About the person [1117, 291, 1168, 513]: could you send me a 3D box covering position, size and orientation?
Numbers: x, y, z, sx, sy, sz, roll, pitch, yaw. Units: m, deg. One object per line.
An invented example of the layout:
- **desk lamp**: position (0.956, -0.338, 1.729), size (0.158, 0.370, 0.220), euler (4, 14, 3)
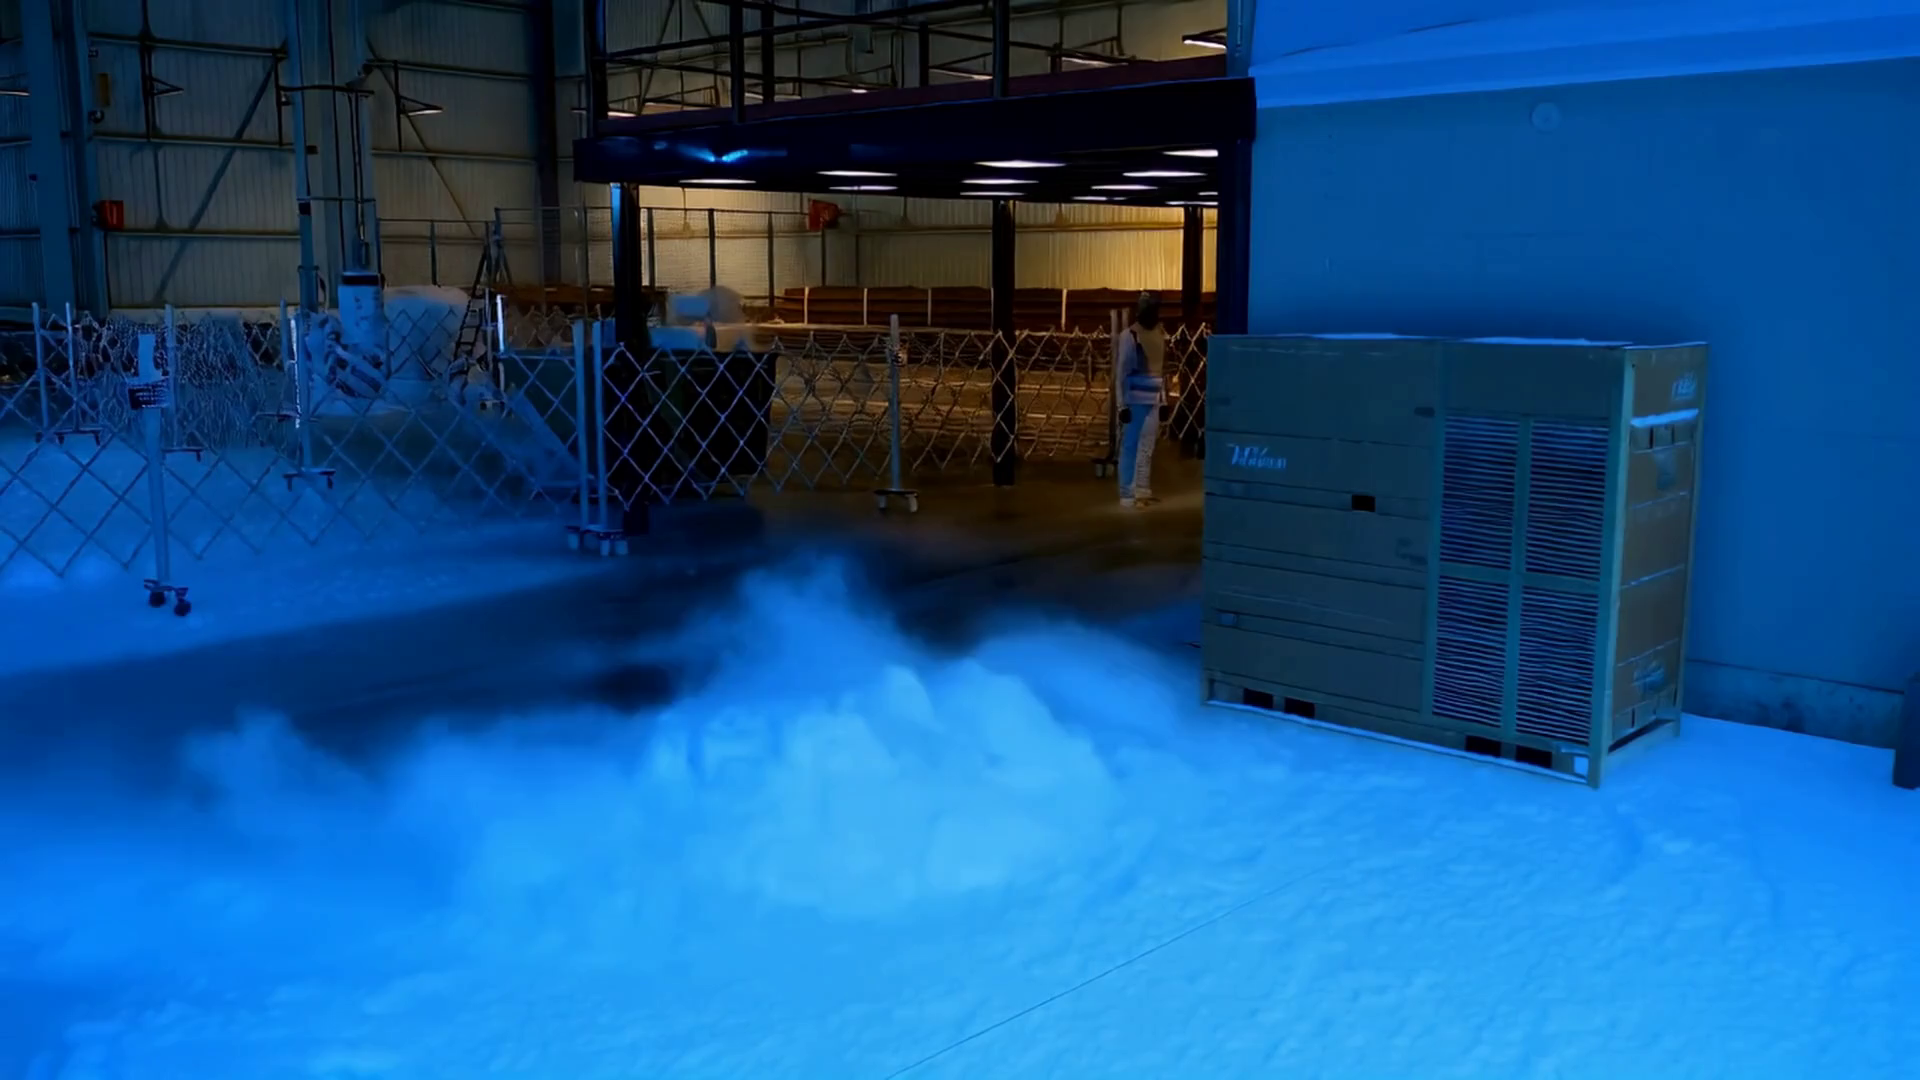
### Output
- **person**: position (1.571, -1.182, 14.249), size (0.575, 1.881, 0.356), euler (-9, 13, -44)
